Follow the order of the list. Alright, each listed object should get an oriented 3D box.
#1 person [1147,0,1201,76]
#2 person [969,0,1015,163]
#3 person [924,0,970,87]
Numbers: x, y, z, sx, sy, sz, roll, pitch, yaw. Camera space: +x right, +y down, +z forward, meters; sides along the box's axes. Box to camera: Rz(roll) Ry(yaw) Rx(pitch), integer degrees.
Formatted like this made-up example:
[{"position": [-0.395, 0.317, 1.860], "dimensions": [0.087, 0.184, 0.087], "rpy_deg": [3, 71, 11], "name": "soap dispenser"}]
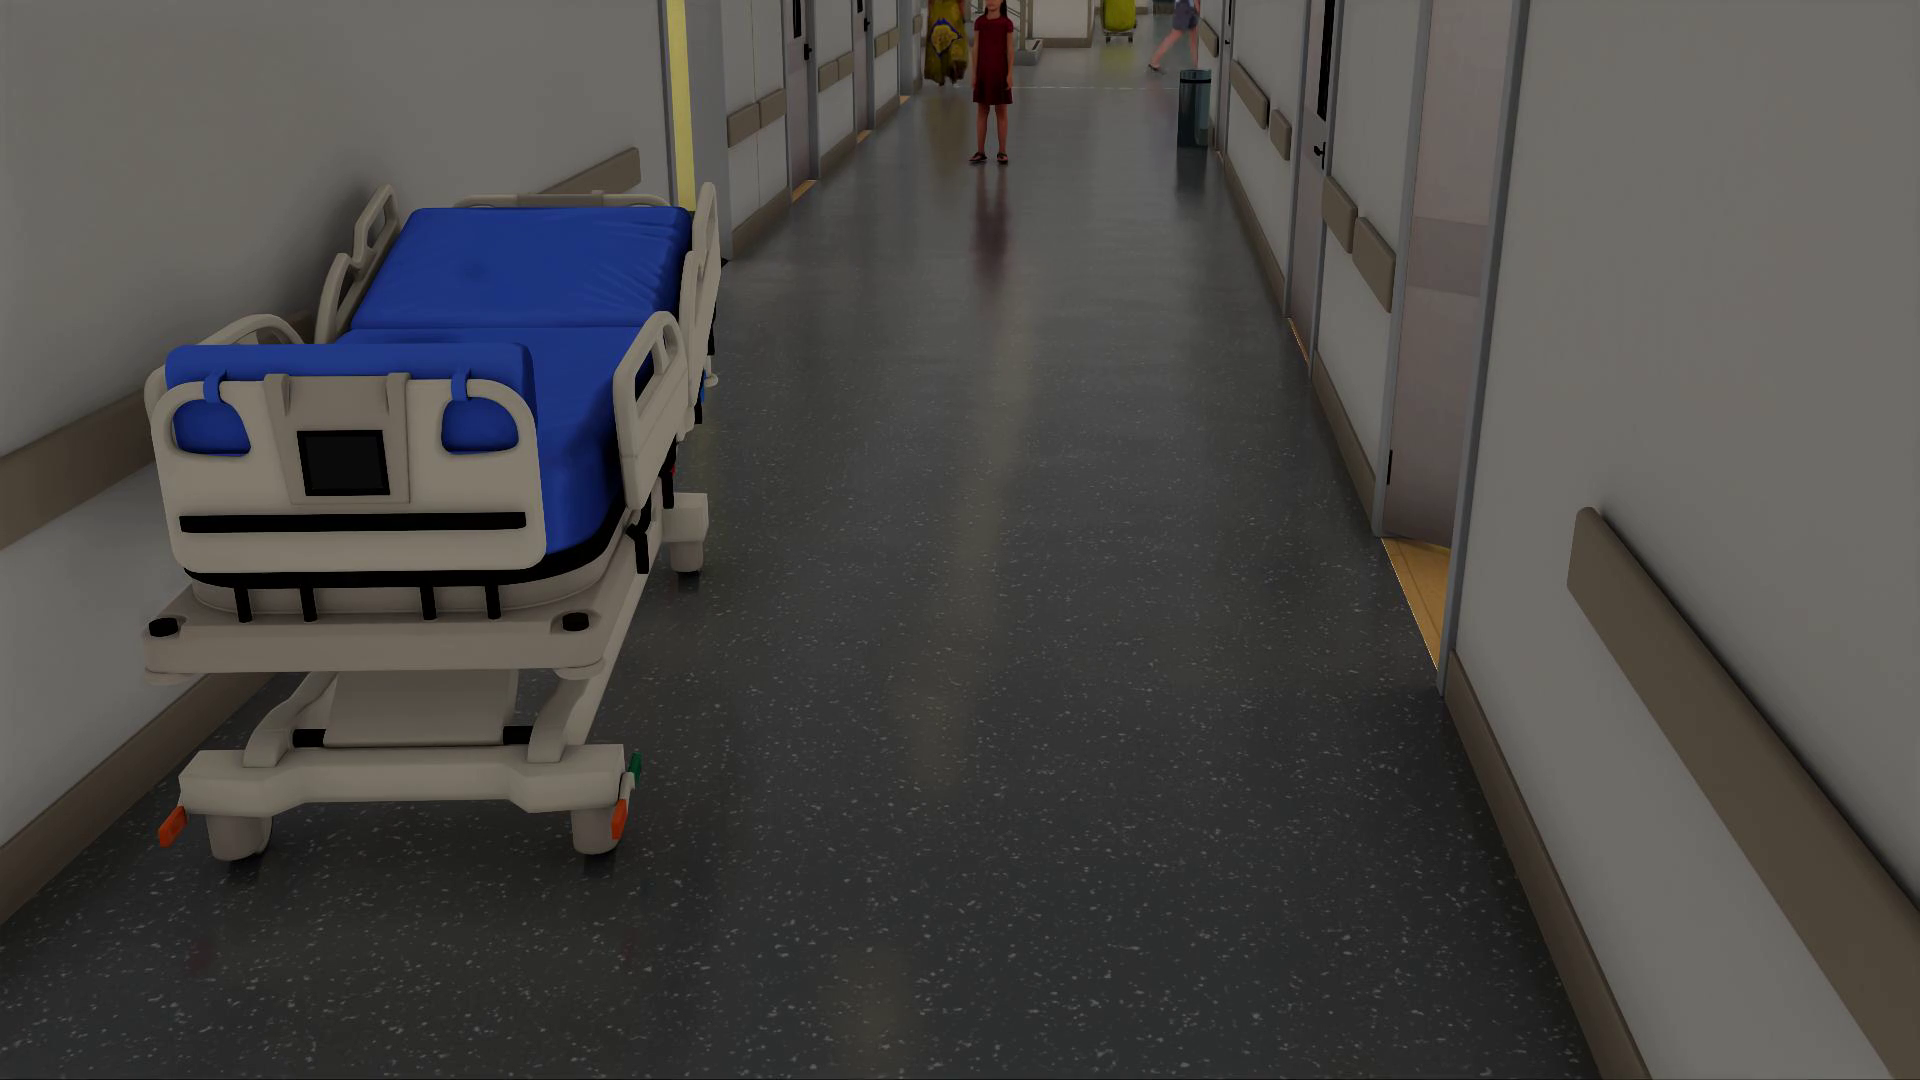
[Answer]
[{"position": [2.977, -7.241, 22.631], "dimensions": [1.143, 1.803, 0.654], "rpy_deg": [1, 21, 3], "name": "person"}, {"position": [0.297, -4.195, 14.932], "dimensions": [0.577, 1.553, 0.639], "rpy_deg": [5, 21, 13], "name": "person"}, {"position": [-0.176, -6.578, 21.110], "dimensions": [0.994, 1.640, 0.856], "rpy_deg": [-1, 21, -3], "name": "person"}]
